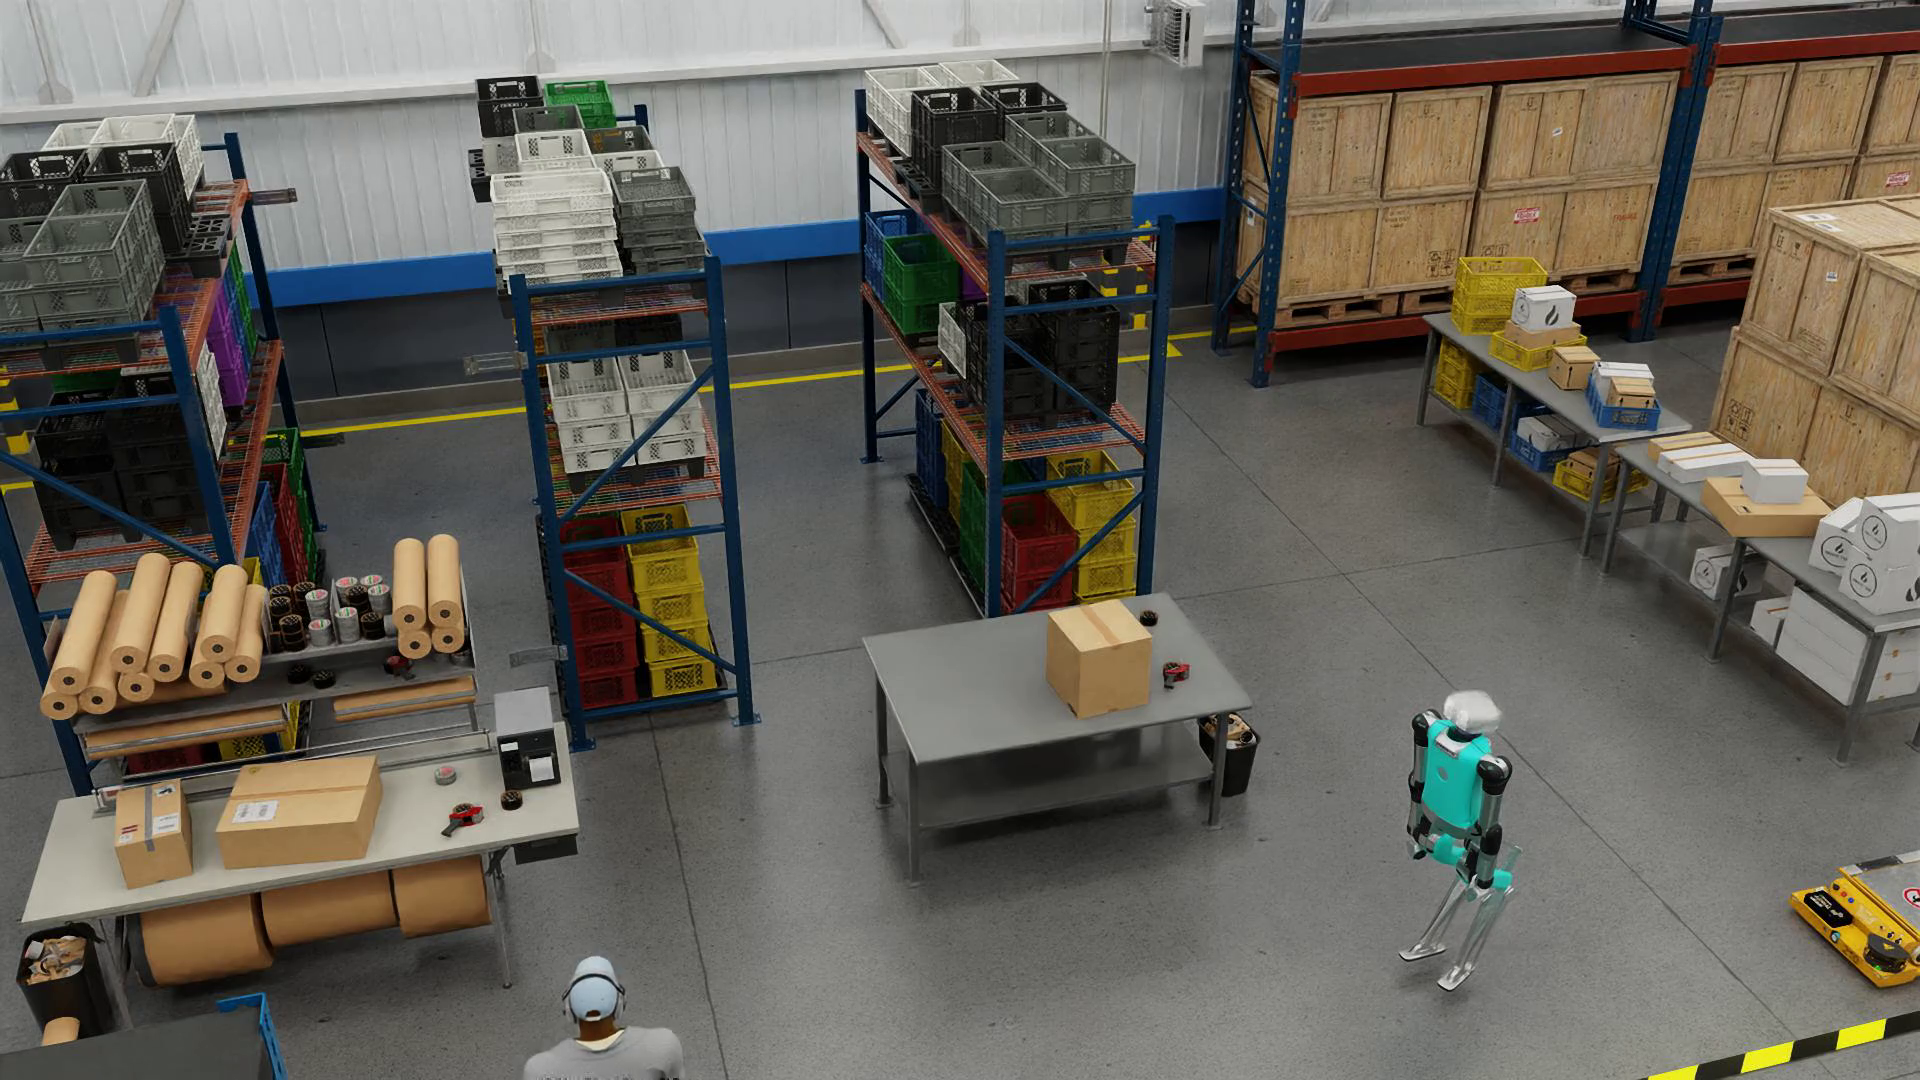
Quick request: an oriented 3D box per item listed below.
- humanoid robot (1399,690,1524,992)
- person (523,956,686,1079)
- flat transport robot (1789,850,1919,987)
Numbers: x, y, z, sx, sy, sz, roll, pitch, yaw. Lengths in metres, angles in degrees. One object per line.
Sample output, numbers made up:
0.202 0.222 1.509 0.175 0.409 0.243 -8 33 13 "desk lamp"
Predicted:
2.483 1.395 7.963 0.735 1.674 0.533 -17 33 -28 "humanoid robot"
-1.295 2.325 6.305 0.590 1.852 0.439 -8 30 -14 "person"
5.163 1.916 8.676 1.431 0.231 0.659 -8 30 -14 "flat transport robot"
